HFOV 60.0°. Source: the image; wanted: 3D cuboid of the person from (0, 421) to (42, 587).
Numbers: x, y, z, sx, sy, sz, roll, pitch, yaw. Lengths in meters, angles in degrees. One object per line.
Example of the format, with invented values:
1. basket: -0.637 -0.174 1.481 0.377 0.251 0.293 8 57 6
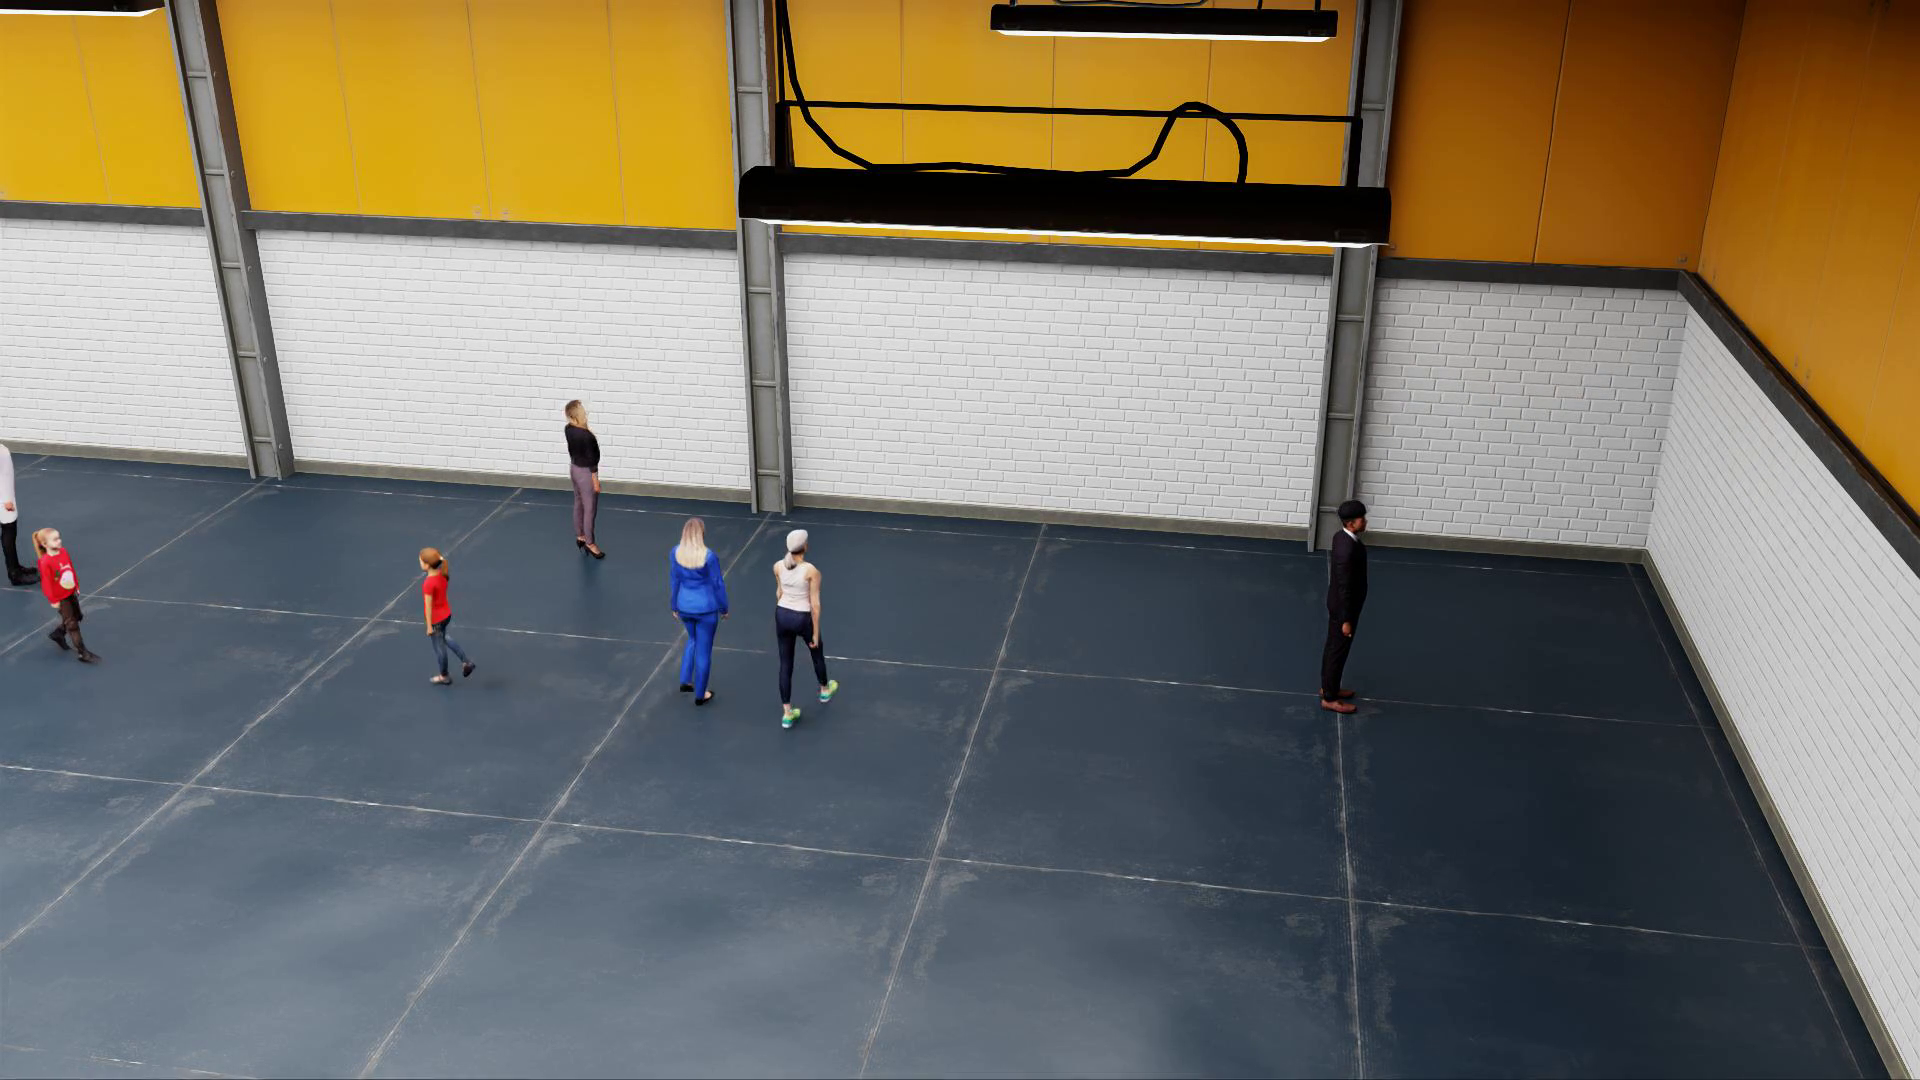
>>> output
1. person: -9.399 -0.436 16.307 0.723 1.807 0.679 -14 27 -28

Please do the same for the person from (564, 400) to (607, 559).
1. person: -3.828 -0.621 16.902 0.743 1.670 0.665 -15 28 -30

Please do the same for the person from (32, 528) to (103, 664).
1. person: -8.048 0.489 14.861 0.780 1.270 0.509 3 24 8

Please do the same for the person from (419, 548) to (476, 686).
1. person: -4.449 0.671 14.403 0.654 1.305 0.504 6 24 13

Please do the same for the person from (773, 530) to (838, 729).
1. person: -1.396 0.762 13.734 0.949 1.673 0.759 7 25 15

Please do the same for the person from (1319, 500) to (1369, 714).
1. person: 3.215 0.537 13.986 0.553 1.884 0.701 3 24 6

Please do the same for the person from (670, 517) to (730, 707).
1. person: -2.251 0.641 13.992 0.629 1.688 0.753 11 26 24
